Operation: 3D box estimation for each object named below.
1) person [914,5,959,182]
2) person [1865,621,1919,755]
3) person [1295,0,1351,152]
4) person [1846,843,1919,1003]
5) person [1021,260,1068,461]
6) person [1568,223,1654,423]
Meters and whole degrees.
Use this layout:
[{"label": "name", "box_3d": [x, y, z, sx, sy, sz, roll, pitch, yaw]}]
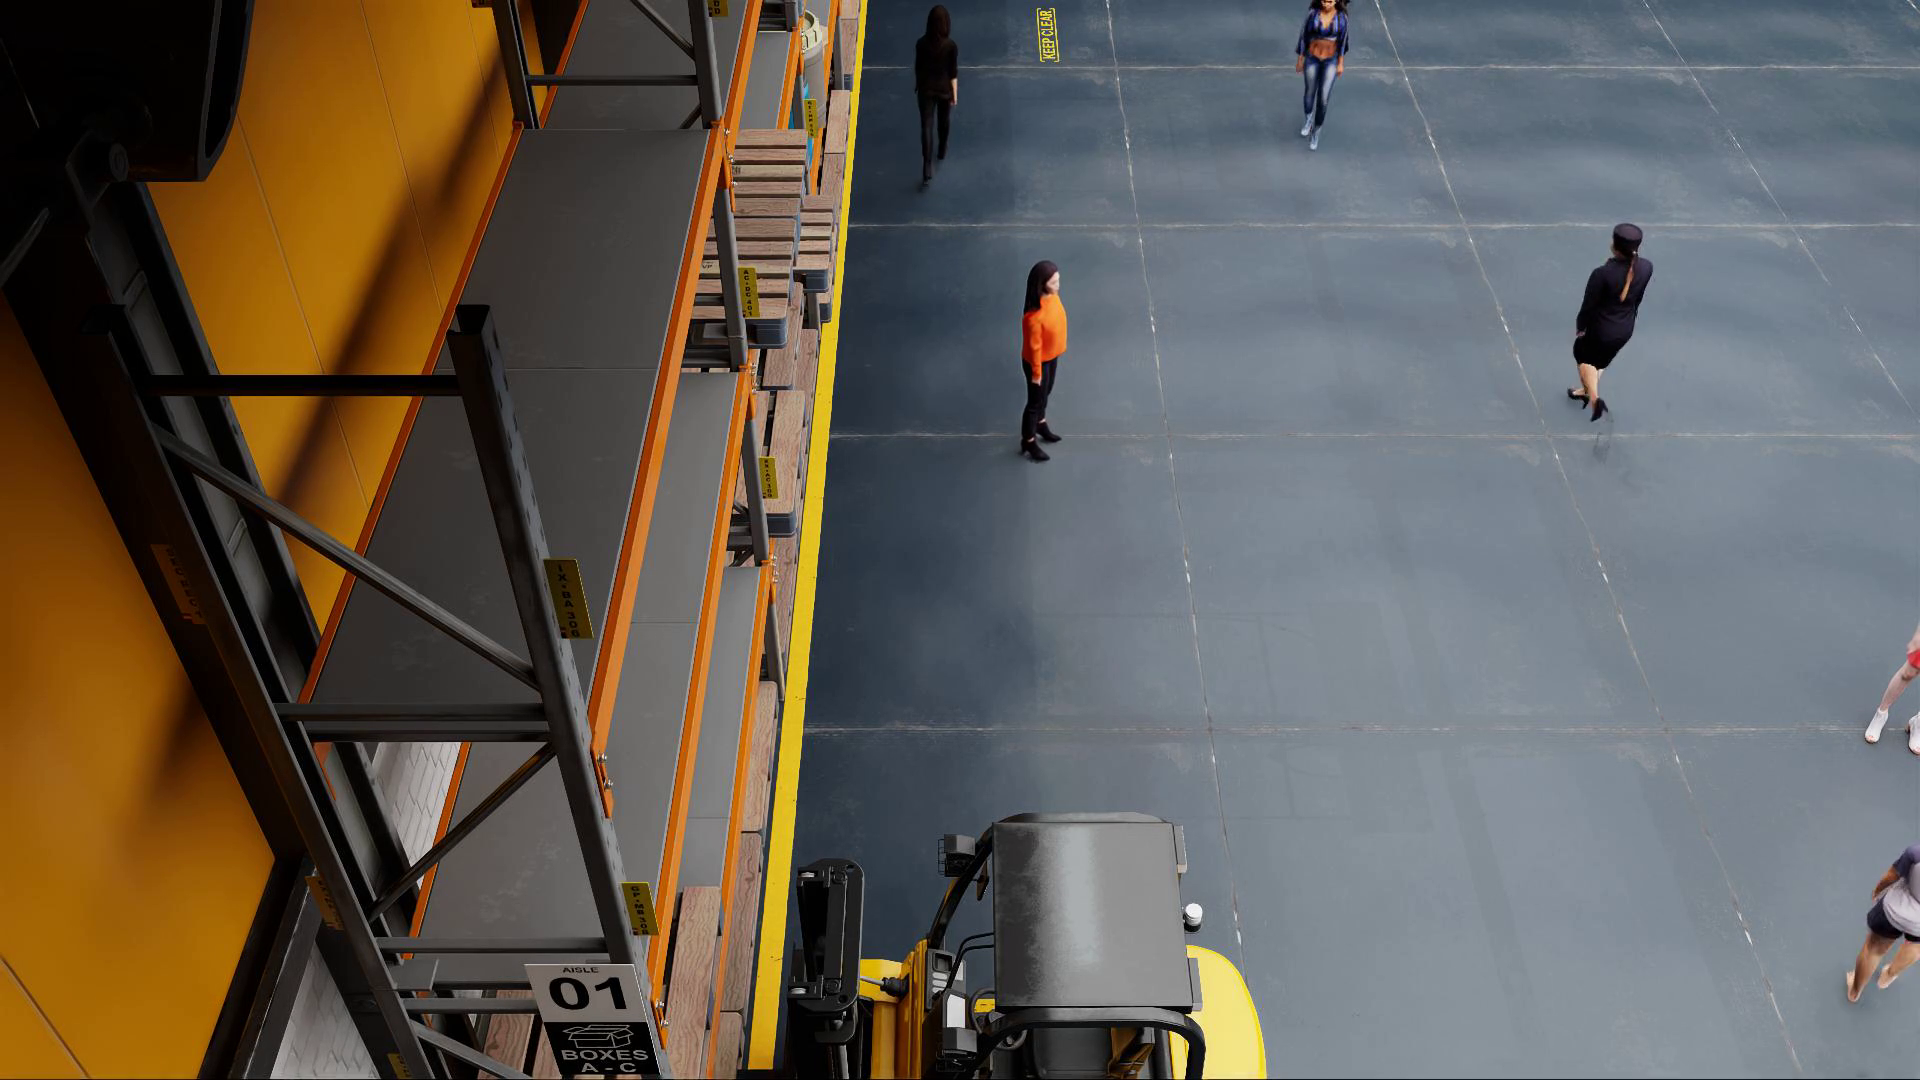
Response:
[{"label": "person", "box_3d": [-0.243, -4.112, 15.388, 0.552, 1.613, 1.023, 0, 44, 0]}, {"label": "person", "box_3d": [6.121, 0.619, 10.266, 0.654, 1.828, 0.622, 14, 45, 15]}, {"label": "person", "box_3d": [3.457, -4.600, 15.903, 0.775, 1.610, 0.857, 13, 45, 13]}, {"label": "person", "box_3d": [5.146, 2.051, 8.963, 0.689, 1.552, 0.733, 22, 48, 22]}, {"label": "person", "box_3d": [0.592, -1.356, 12.398, 0.744, 1.747, 0.599, 13, 45, 13]}, {"label": "person", "box_3d": [4.972, -1.590, 12.710, 0.845, 1.656, 0.928, -9, 44, -9]}]
